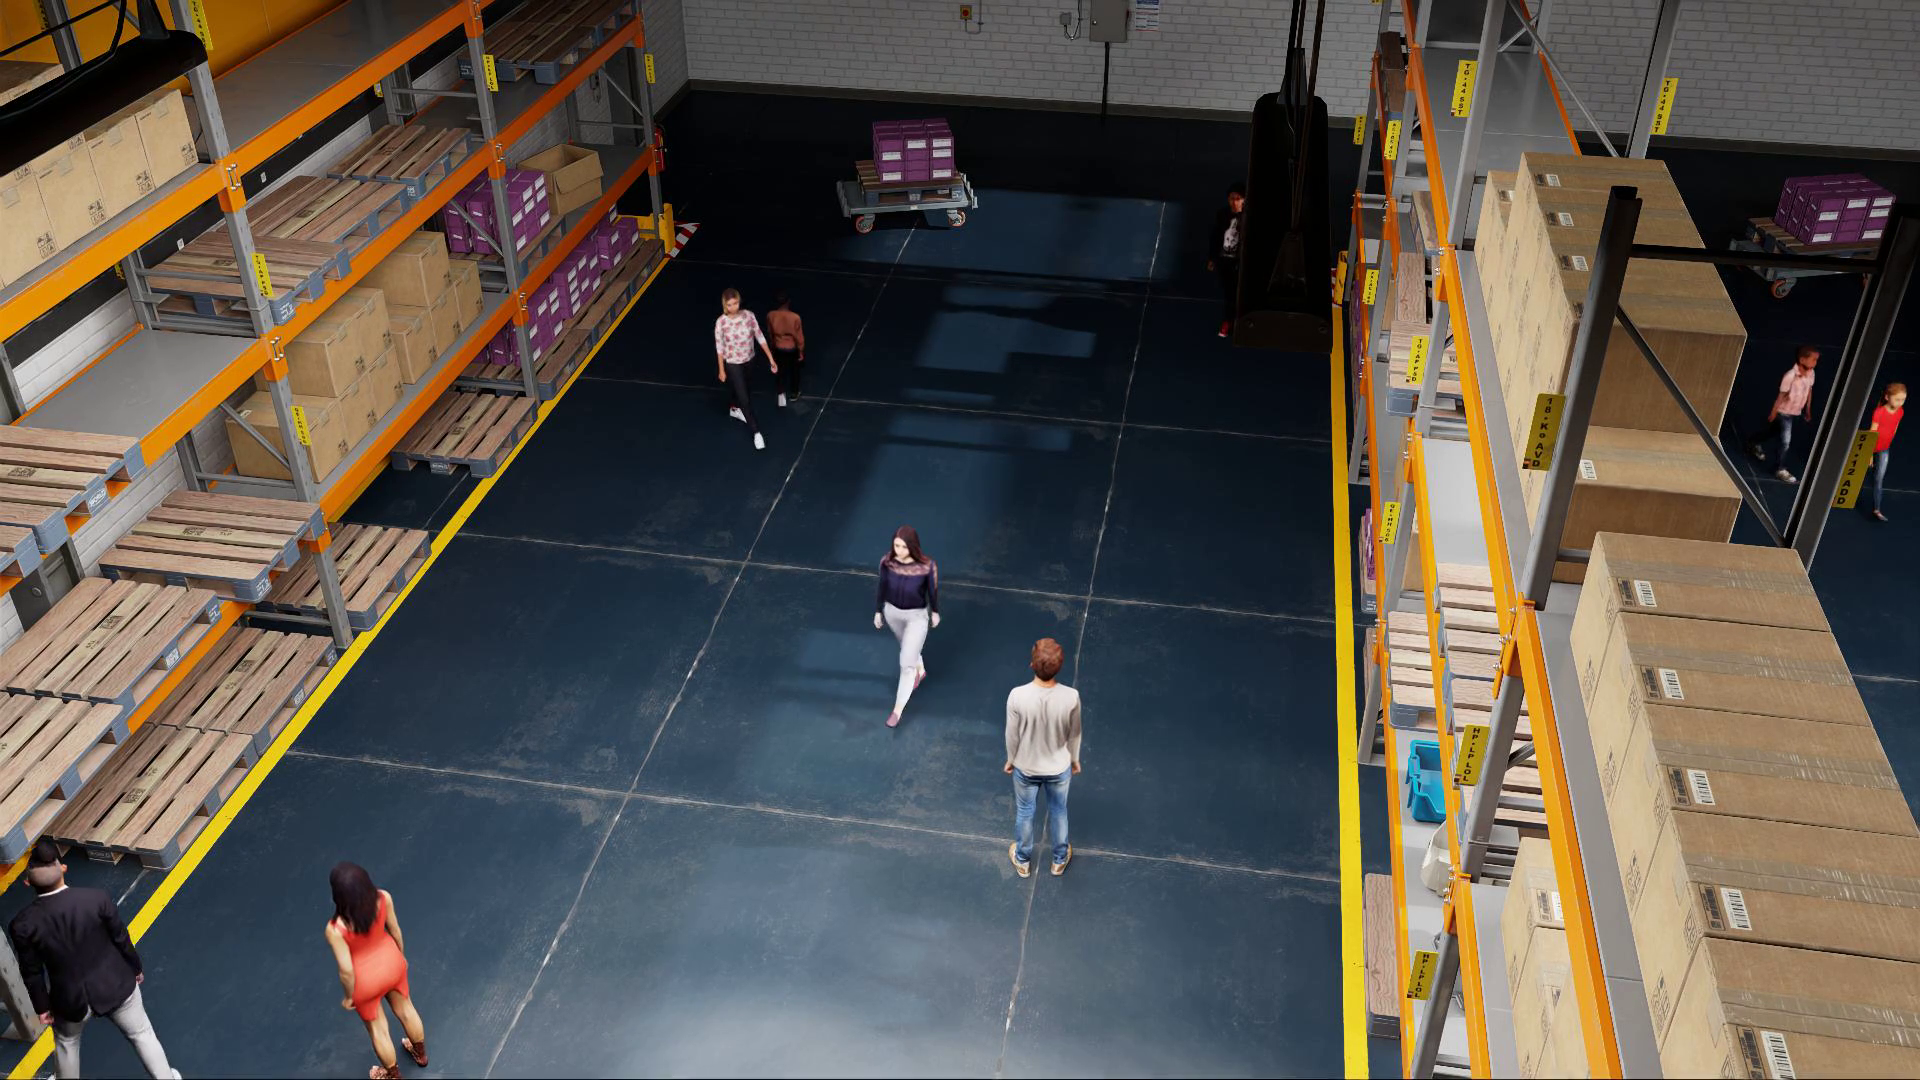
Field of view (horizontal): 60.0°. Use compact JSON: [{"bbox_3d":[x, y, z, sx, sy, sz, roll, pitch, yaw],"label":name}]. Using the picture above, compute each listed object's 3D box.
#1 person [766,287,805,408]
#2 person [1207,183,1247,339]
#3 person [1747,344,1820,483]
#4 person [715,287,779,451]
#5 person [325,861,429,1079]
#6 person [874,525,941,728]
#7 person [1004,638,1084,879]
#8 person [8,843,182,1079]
[{"bbox_3d":[-1.747,-1.884,16.452,0.555,1.243,0.745,5,34,7],"label":"person"},{"bbox_3d":[2.937,-3.051,17.842,0.781,1.647,1.058,14,36,20],"label":"person"},{"bbox_3d":[7.650,-1.251,15.461,0.815,1.286,0.933,-16,37,-22],"label":"person"},{"bbox_3d":[-2.144,-1.707,15.881,1.143,1.581,1.163,-28,43,-35],"label":"person"},{"bbox_3d":[-3.325,2.475,9.465,0.728,1.718,0.609,22,40,30],"label":"person"},{"bbox_3d":[-0.375,0.561,12.487,0.764,1.561,1.097,13,36,18],"label":"person"},{"bbox_3d":[0.543,1.444,10.848,0.696,1.905,0.639,0,34,-1],"label":"person"},{"bbox_3d":[-4.868,2.483,9.263,1.025,1.927,1.051,-16,37,-23],"label":"person"}]
